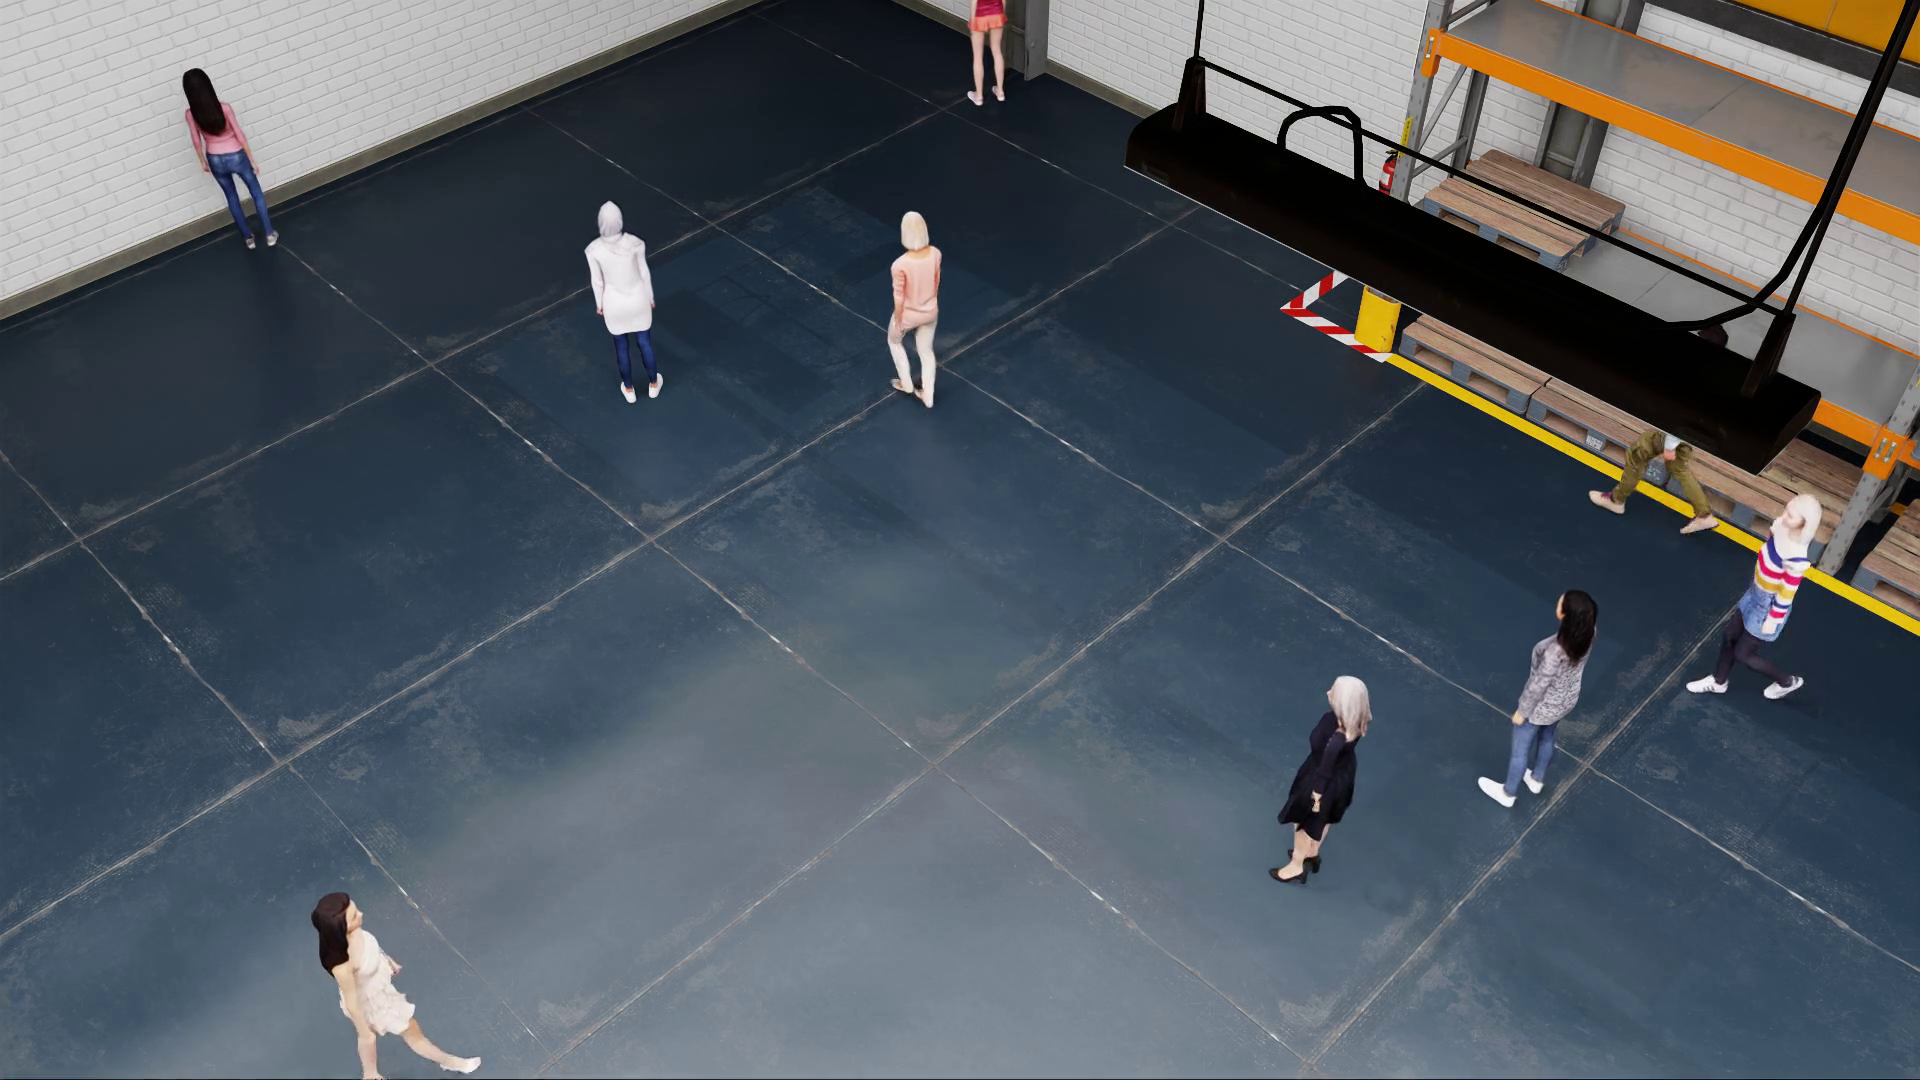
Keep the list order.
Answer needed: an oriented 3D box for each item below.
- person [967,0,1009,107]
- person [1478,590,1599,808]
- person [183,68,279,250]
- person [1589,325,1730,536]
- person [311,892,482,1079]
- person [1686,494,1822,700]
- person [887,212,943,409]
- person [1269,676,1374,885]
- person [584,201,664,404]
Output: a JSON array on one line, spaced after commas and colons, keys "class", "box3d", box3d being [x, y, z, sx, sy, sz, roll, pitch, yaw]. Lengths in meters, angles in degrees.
[{"class": "person", "box3d": [0.270, -5.171, 16.487, 0.611, 1.749, 0.611, -21, 47, -20]}, {"class": "person", "box3d": [3.562, 0.966, 10.058, 0.648, 1.731, 0.586, -26, 50, -25]}, {"class": "person", "box3d": [-6.399, -3.284, 14.512, 0.722, 1.741, 0.738, -10, 44, -10]}, {"class": "person", "box3d": [5.168, -0.764, 11.837, 1.134, 1.783, 0.674, 34, 53, 31]}, {"class": "person", "box3d": [-3.135, 2.387, 8.579, 0.888, 1.714, 0.910, -12, 45, -13]}, {"class": "person", "box3d": [5.222, 0.411, 10.594, 1.021, 1.794, 0.938, 4, 44, 4]}, {"class": "person", "box3d": [-0.295, -1.726, 12.898, 0.674, 1.712, 0.705, -25, 49, -24]}, {"class": "person", "box3d": [2.154, 1.393, 9.599, 0.638, 1.746, 0.684, 25, 49, 24]}, {"class": "person", "box3d": [-2.609, -1.842, 12.974, 0.694, 1.775, 0.709, -8, 44, -8]}]
